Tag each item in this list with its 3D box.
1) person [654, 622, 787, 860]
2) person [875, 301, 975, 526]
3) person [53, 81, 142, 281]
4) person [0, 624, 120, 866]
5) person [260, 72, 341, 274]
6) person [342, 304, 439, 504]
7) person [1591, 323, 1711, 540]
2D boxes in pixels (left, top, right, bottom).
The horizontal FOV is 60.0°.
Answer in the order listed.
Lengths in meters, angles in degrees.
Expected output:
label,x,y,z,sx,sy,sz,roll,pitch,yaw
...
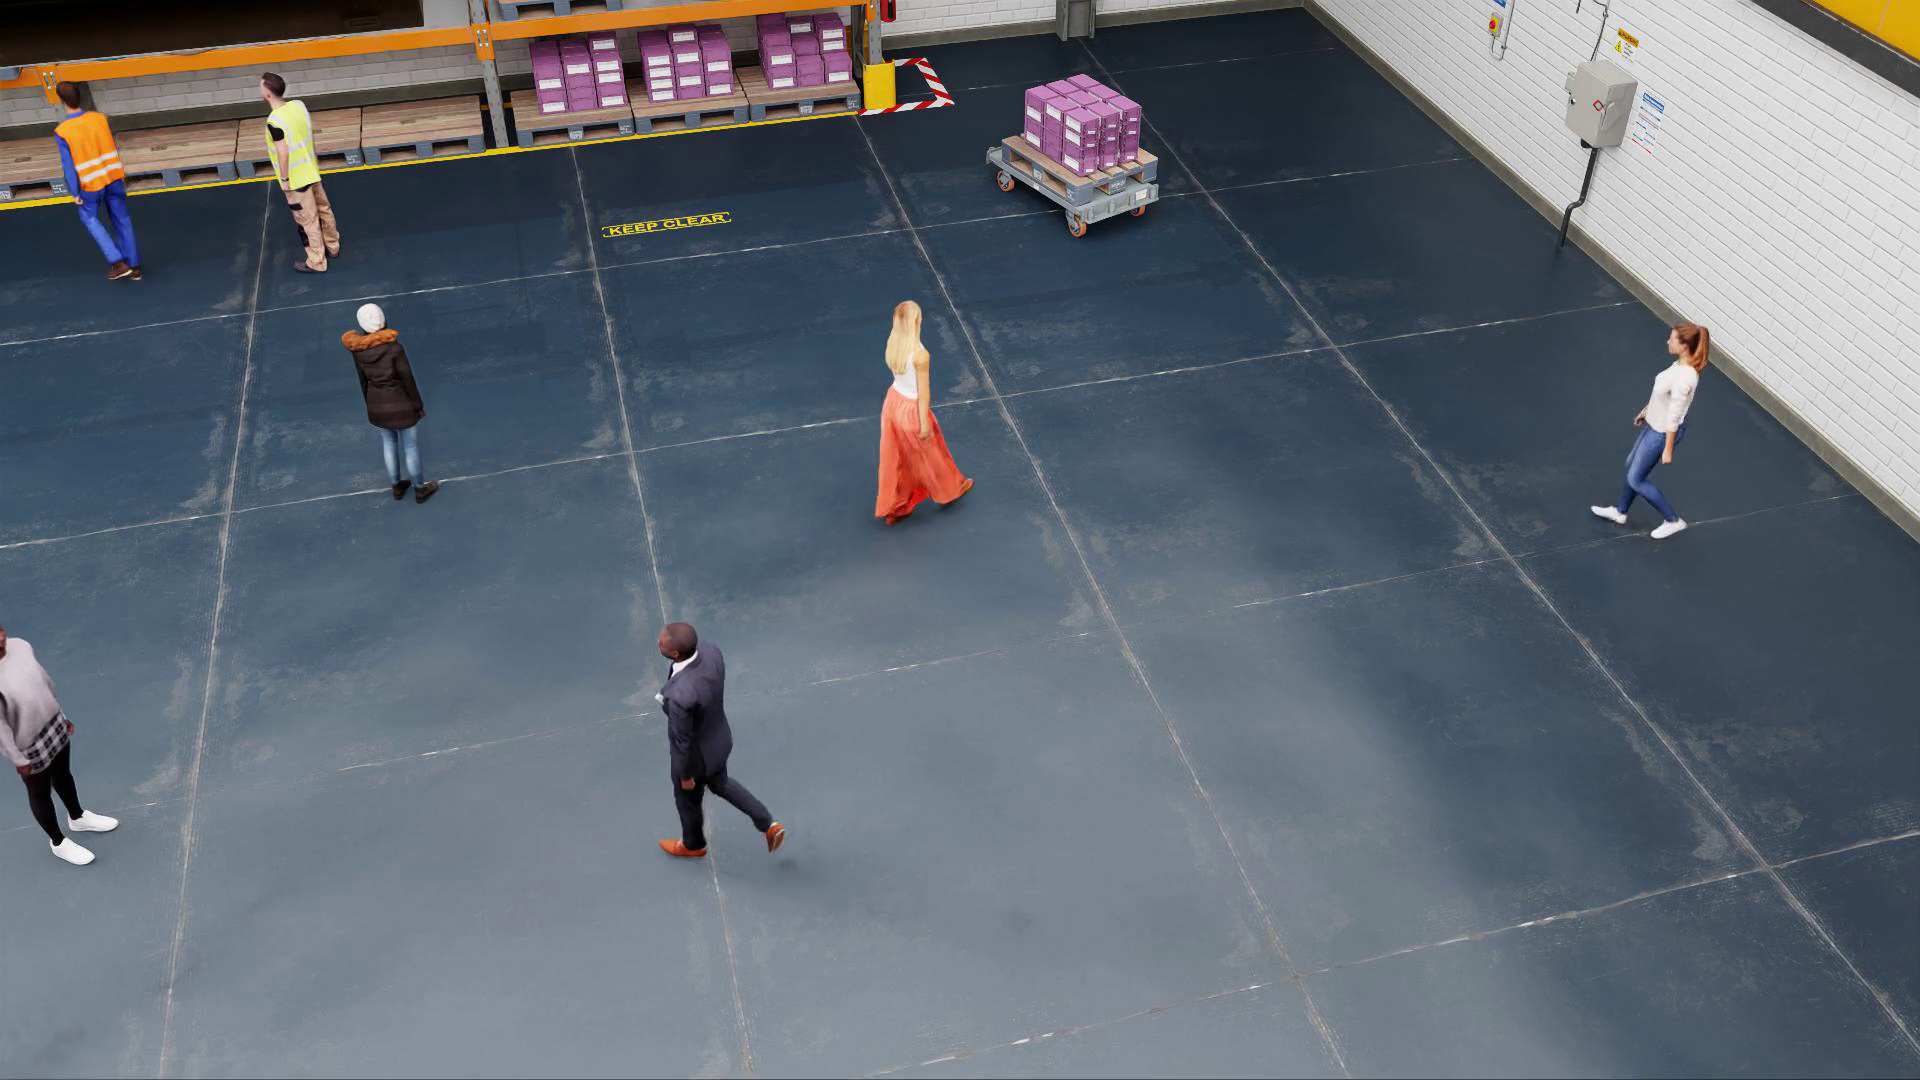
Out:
label,x,y,z,sx,sy,sz,roll,pitch,yaw
person,-1.375,1.173,9.278,1.155,1.805,1.023,11,40,13
person,-0.441,-0.860,11.846,1.151,1.778,0.915,-25,45,-28
person,-7.506,-3.109,14.601,0.894,1.854,0.806,26,46,29
person,-5.256,1.092,9.407,0.674,1.771,0.688,6,39,8
person,-5.906,-3.277,14.819,0.860,1.844,0.831,8,39,10
person,-4.143,-0.993,12.129,0.691,1.632,0.788,9,40,11
person,4.950,-0.750,11.757,1.032,1.717,0.967,20,43,23
